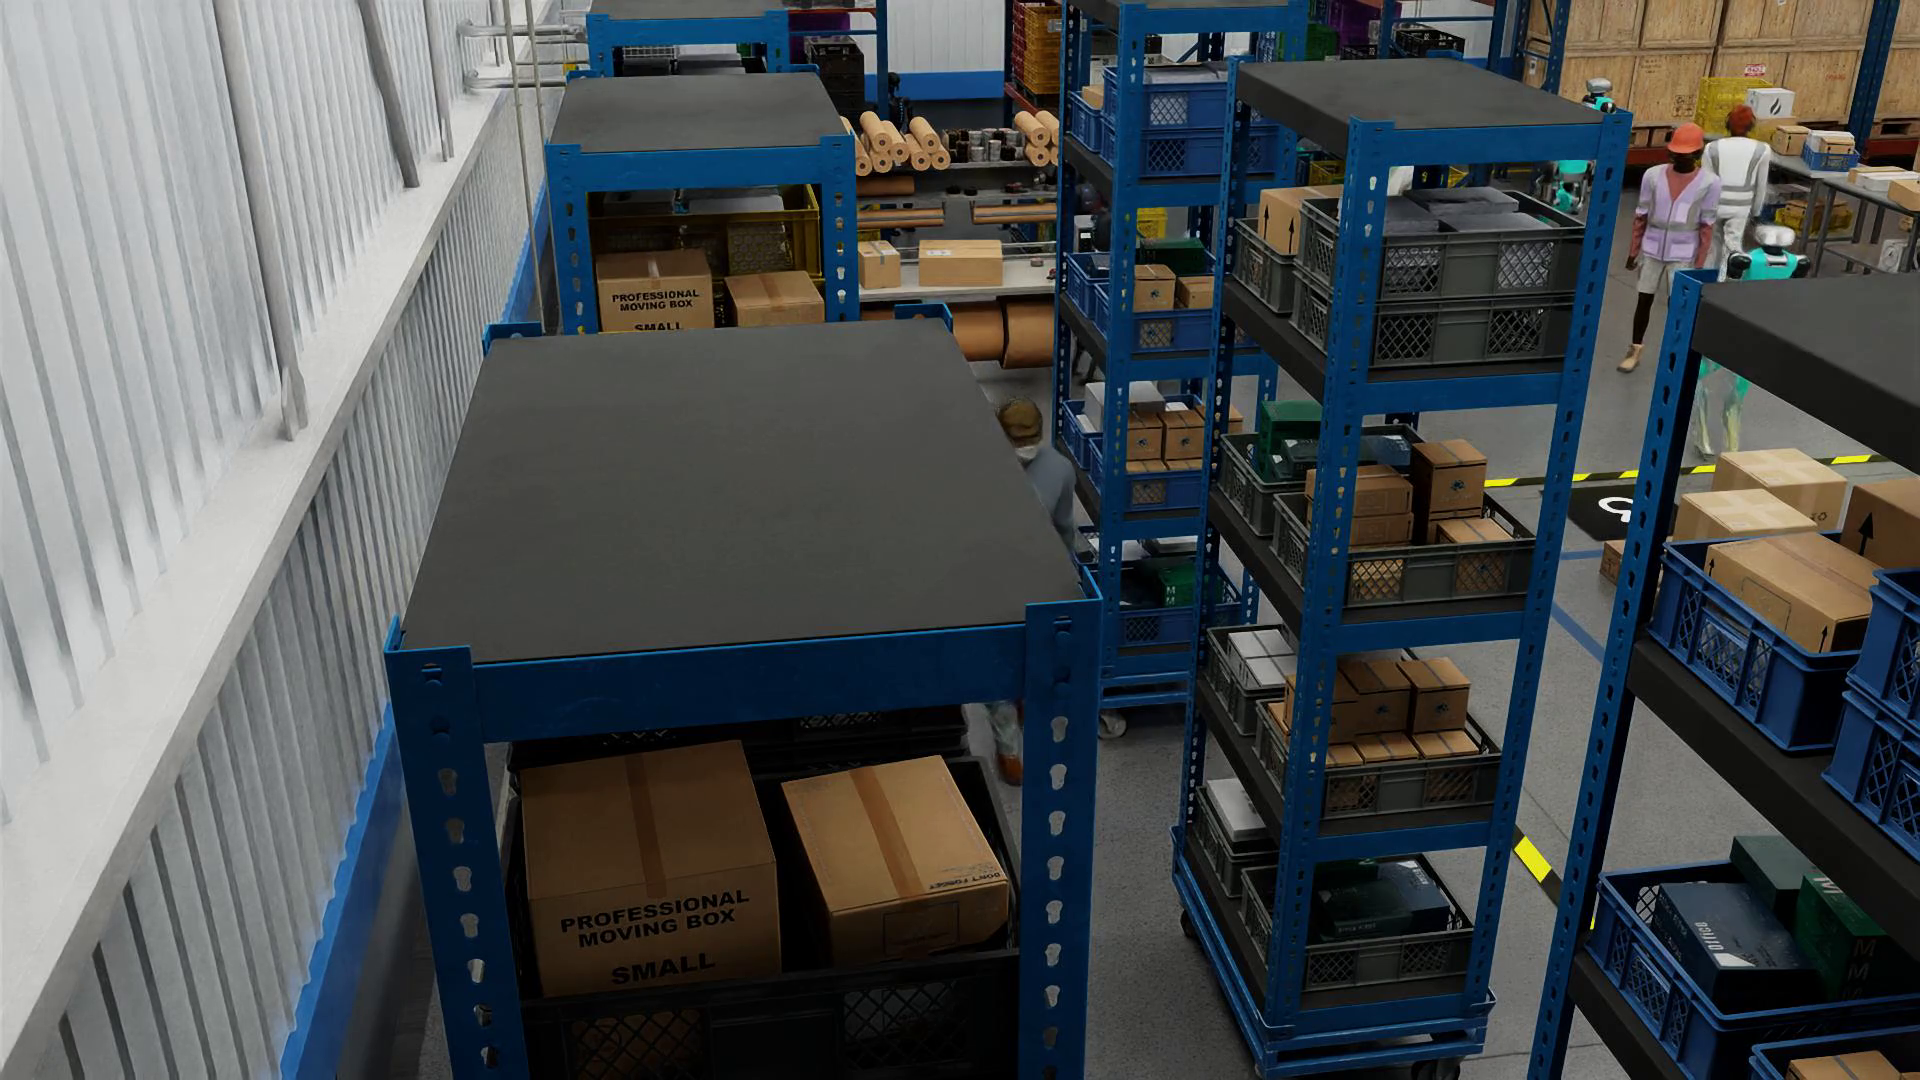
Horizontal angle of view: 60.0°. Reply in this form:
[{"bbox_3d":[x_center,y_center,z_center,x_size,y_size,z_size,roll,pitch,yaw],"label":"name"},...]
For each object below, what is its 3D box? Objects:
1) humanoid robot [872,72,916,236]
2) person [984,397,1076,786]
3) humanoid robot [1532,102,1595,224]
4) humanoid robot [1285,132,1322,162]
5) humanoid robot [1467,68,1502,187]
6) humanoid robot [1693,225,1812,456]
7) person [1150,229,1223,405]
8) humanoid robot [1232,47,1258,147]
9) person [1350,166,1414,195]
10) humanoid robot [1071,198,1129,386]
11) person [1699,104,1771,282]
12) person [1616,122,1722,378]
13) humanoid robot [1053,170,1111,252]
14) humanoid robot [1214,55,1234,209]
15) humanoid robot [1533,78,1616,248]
[{"bbox_3d":[-0.692,-4.034,17.364,0.599,1.657,0.315,-21,32,-37],"label":"humanoid robot"},{"bbox_3d":[0.254,0.235,7.805,0.639,1.924,0.460,-7,26,-15],"label":"person"},{"bbox_3d":[5.477,-3.271,15.679,0.542,1.781,0.938,-11,27,-23],"label":"humanoid robot"},{"bbox_3d":[3.760,-4.468,18.218,0.697,1.776,0.533,-1,25,-2],"label":"humanoid robot"},{"bbox_3d":[5.667,-4.270,17.906,0.584,1.643,0.482,0,25,1],"label":"humanoid robot"},{"bbox_3d":[5.350,-1.327,11.519,0.540,1.840,0.787,1,25,2],"label":"humanoid robot"},{"bbox_3d":[1.472,-1.110,10.817,0.596,1.849,0.394,-2,25,-3],"label":"person"},{"bbox_3d":[3.233,-4.601,18.468,0.664,1.736,0.530,-21,32,-38],"label":"humanoid robot"},{"bbox_3d":[3.430,-2.484,13.699,0.603,1.940,0.396,6,25,13],"label":"person"},{"bbox_3d":[1.077,-2.009,12.976,0.408,1.635,0.603,-14,28,-27],"label":"humanoid robot"},{"bbox_3d":[6.789,-2.914,14.743,0.566,1.855,0.878,13,28,26],"label":"person"},{"bbox_3d":[5.577,-2.265,13.116,0.607,2.034,0.395,18,30,34],"label":"person"},{"bbox_3d":[1.038,-2.451,13.961,0.611,1.630,0.491,-10,27,-21],"label":"humanoid robot"},{"bbox_3d":[2.931,-4.505,18.404,0.379,1.652,0.610,-17,30,-33],"label":"humanoid robot"},{"bbox_3d":[5.981,-3.688,16.437,0.731,1.694,0.533,-2,25,-4],"label":"humanoid robot"}]
